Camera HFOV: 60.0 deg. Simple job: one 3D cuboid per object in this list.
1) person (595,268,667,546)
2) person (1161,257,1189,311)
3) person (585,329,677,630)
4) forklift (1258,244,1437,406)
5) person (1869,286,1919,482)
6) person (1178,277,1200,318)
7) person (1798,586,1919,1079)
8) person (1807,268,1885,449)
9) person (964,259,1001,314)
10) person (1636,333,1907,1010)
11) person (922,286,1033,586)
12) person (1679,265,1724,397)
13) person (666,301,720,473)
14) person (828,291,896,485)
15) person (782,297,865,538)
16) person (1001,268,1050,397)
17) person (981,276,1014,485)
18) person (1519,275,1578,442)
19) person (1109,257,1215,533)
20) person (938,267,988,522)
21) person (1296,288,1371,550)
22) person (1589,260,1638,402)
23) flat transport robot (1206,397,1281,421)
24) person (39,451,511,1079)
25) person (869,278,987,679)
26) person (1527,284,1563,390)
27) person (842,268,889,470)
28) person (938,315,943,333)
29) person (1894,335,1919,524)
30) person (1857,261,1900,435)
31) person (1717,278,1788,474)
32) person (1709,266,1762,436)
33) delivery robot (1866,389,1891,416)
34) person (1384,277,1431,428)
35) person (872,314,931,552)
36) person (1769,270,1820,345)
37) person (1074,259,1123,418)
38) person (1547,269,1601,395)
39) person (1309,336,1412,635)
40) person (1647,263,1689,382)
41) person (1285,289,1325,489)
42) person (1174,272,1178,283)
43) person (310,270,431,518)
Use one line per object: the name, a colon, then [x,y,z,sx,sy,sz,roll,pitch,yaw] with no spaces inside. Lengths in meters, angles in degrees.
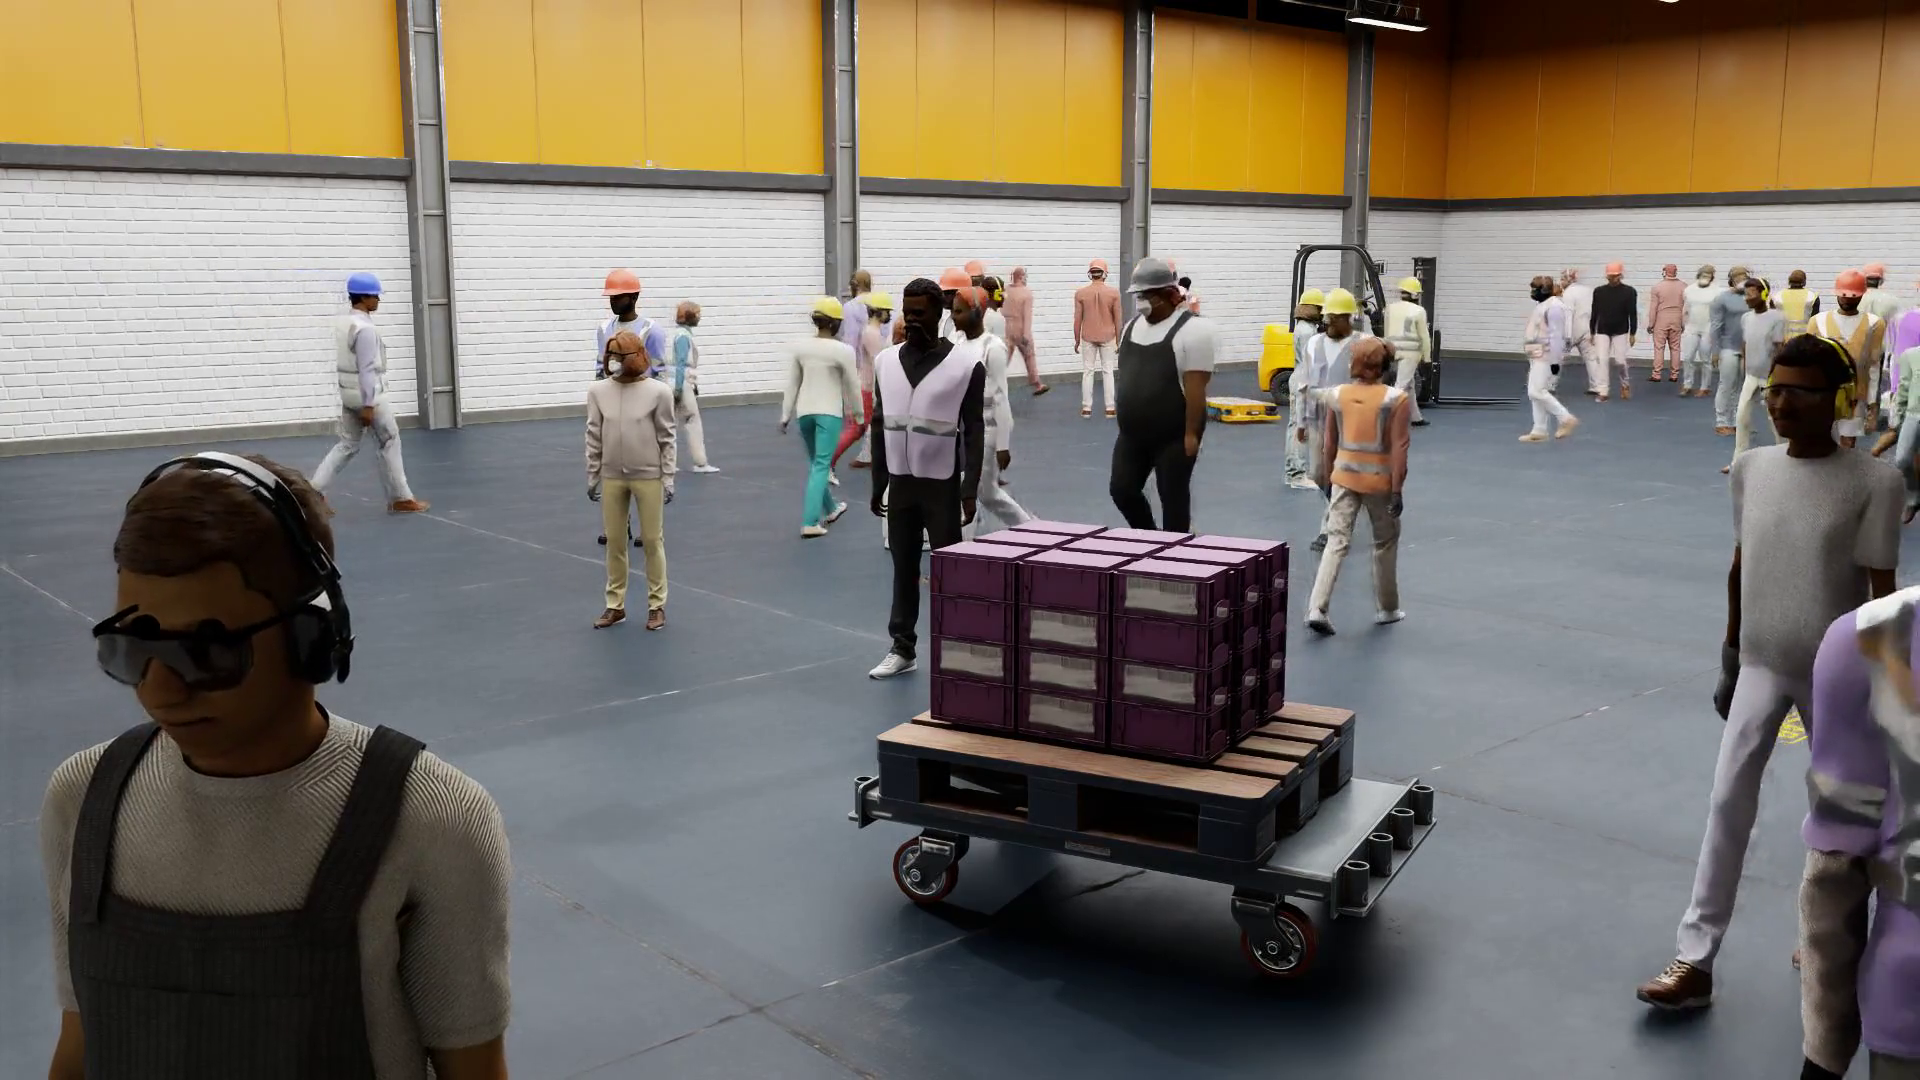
person: [-2.316,-0.917,11.609,0.552,1.935,0.370,4,10,22]
person: [2.580,-2.583,21.155,0.607,2.018,0.790,-2,10,-12]
person: [-1.781,-0.321,9.010,0.503,1.631,0.283,2,10,10]
forklift: [5.256,-2.933,22.661,2.313,2.155,1.214,3,10,16]
person: [7.794,-1.252,13.656,0.690,1.908,0.564,-3,10,-17]
person: [3.612,-3.396,26.860,0.530,1.689,0.321,4,11,23]
person: [1.508,0.677,2.366,0.590,1.912,0.669,6,11,30]
person: [6.785,-1.119,12.821,0.543,1.928,0.373,4,10,22]
person: [0.210,-2.407,20.188,0.606,1.997,1.030,1,10,8]
person: [2.256,0.356,4.507,0.968,1.818,0.545,-7,12,-35]
person: [0.203,-0.649,10.324,0.893,1.855,0.586,-4,10,-22]
person: [10.551,-2.955,23.653,0.647,1.891,0.795,9,13,43]
person: [-2.592,-1.413,15.524,0.616,1.606,0.527,-2,10,-12]
person: [-0.826,-1.331,14.644,0.878,1.725,0.528,1,10,6]
person: [-0.974,-0.912,12.202,0.557,1.715,0.885,5,11,26]
person: [0.853,-2.987,23.987,0.647,1.853,1.008,8,13,39]
person: [0.233,-1.372,14.534,0.452,1.852,0.494,-7,12,-36]
person: [6.373,-1.949,18.016,0.537,1.819,0.646,2,10,9]
person: [1.189,-0.697,10.019,0.687,2.000,0.536,8,13,40]
person: [-0.027,-1.082,12.574,0.362,1.939,0.542,-7,12,-34]
person: [2.657,-0.858,11.655,0.596,1.808,0.740,8,12,38]
person: [9.076,-2.894,23.099,0.638,1.976,0.608,8,13,39]
flat transport robot: [3.363,-1.637,20.700,0.652,0.197,1.431,-3,10,-17]
person: [-0.702,0.820,1.724,0.506,1.842,0.346,1,10,7]
person: [-0.159,-0.274,7.905,0.589,1.919,0.393,5,11,25]
person: [8.821,-3.030,24.944,0.519,1.600,0.657,9,13,43]
person: [-0.829,-1.584,15.611,0.610,1.916,0.655,8,12,38]
person: [-0.446,-2.081,19.137,0.551,1.685,0.379,1,10,6]
person: [7.131,-0.862,12.221,0.511,1.618,0.344,9,13,43]
person: [10.199,-2.138,18.701,0.628,1.971,0.830,4,11,24]
person: [7.457,-1.501,15.404,0.673,1.831,0.524,-4,11,-23]
person: [8.818,-2.122,18.806,0.771,1.909,0.346,-2,10,-12]
delivery robot: [10.936,-1.591,19.322,0.707,0.478,0.477,0,10,0]
person: [5.173,-2.157,19.318,0.933,1.789,0.608,-5,11,-28]
person: [-0.354,-0.732,11.396,0.523,1.639,0.308,4,11,24]
person: [11.082,-2.665,22.128,0.627,1.844,0.429,6,11,31]
person: [1.728,-2.517,20.841,0.611,1.985,0.393,1,10,7]
person: [8.946,-3.027,24.293,0.674,1.834,0.875,-9,13,-43]
person: [2.147,-0.292,8.933,0.526,1.603,0.837,8,13,40]
person: [11.391,-3.495,26.804,0.642,1.906,0.410,0,10,-2]
person: [3.038,-1.322,14.563,0.313,1.739,0.485,1,10,5]
person: [3.215,-3.240,25.494,0.347,1.852,0.670,-1,10,-8]
person: [-4.658,-1.119,12.857,0.933,1.919,0.598,-8,13,-39]
